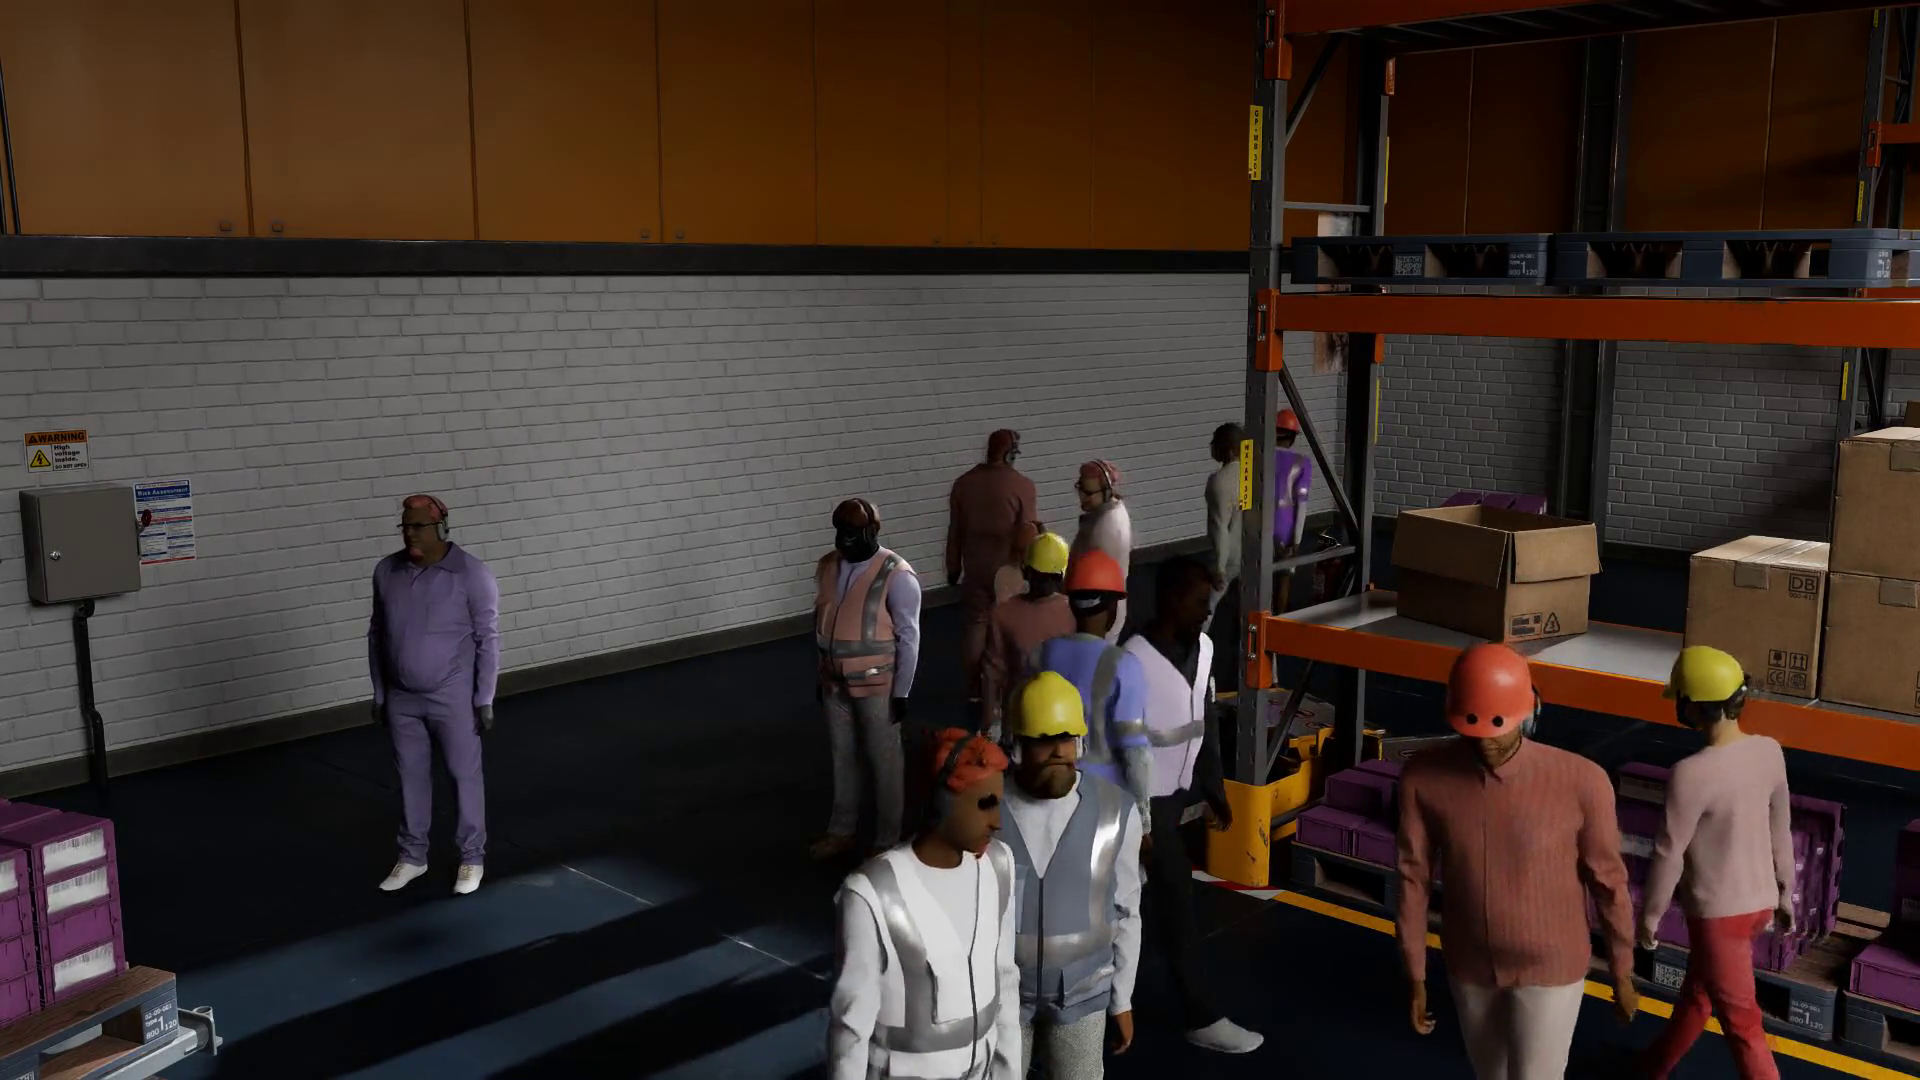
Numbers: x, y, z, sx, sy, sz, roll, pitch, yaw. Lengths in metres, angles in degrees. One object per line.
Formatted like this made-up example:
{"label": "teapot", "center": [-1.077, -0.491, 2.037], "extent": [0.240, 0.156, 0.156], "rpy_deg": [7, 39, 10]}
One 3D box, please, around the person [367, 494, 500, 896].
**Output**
{"label": "person", "center": [-2.499, 0.729, 7.848], "extent": [0.639, 1.910, 0.404], "rpy_deg": [2, 9, 10]}

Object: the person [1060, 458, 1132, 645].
{"label": "person", "center": [0.816, 0.450, 9.671], "extent": [0.506, 1.880, 0.686], "rpy_deg": [2, 9, 10]}

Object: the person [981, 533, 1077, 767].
{"label": "person", "center": [0.374, 0.814, 7.830], "extent": [0.562, 1.744, 0.440], "rpy_deg": [2, 9, 11]}

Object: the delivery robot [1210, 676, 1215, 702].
{"label": "delivery robot", "center": [1.249, 0.972, 10.209], "extent": [0.477, 0.478, 0.707], "rpy_deg": [9, 13, 43]}

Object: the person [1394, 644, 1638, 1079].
{"label": "person", "center": [1.536, 1.232, 4.711], "extent": [0.652, 1.928, 1.024], "rpy_deg": [6, 11, 34]}

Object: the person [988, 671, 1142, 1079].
{"label": "person", "center": [0.223, 1.271, 4.740], "extent": [0.588, 1.837, 0.404], "rpy_deg": [0, 9, 1]}

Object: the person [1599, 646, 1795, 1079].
{"label": "person", "center": [2.462, 1.193, 5.555], "extent": [0.542, 1.713, 0.896], "rpy_deg": [-5, 11, -30]}

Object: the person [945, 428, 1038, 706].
{"label": "person", "center": [0.233, 0.189, 11.220], "extent": [0.732, 1.884, 0.423], "rpy_deg": [5, 11, 28]}

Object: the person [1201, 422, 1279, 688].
{"label": "person", "center": [1.814, 0.124, 11.604], "extent": [0.986, 1.886, 0.638], "rpy_deg": [8, 12, 42]}

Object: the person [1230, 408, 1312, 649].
{"label": "person", "center": [2.372, -0.059, 12.765], "extent": [0.565, 1.894, 0.831], "rpy_deg": [5, 10, 27]}

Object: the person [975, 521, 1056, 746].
{"label": "person", "center": [0.262, 0.699, 8.917], "extent": [0.712, 1.614, 0.553], "rpy_deg": [-5, 11, -28]}

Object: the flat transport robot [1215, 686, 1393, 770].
{"label": "flat transport robot", "center": [2.030, 1.146, 10.296], "extent": [0.652, 0.197, 1.431], "rpy_deg": [-3, 10, -19]}

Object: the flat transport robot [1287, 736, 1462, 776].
{"label": "flat transport robot", "center": [2.645, 1.293, 9.397], "extent": [1.431, 0.197, 0.652], "rpy_deg": [-3, 10, -16]}

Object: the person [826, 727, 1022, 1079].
{"label": "person", "center": [-0.093, 1.364, 4.084], "extent": [0.435, 1.865, 0.581], "rpy_deg": [7, 12, 39]}

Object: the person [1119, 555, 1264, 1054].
{"label": "person", "center": [0.770, 0.978, 6.498], "extent": [0.994, 1.875, 0.593], "rpy_deg": [7, 12, 37]}

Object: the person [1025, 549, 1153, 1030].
{"label": "person", "center": [0.469, 0.992, 6.265], "extent": [0.566, 1.906, 0.531], "rpy_deg": [9, 13, 44]}

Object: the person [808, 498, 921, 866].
{"label": "person", "center": [-0.490, 0.707, 8.189], "extent": [0.624, 1.844, 0.430], "rpy_deg": [7, 12, 38]}
